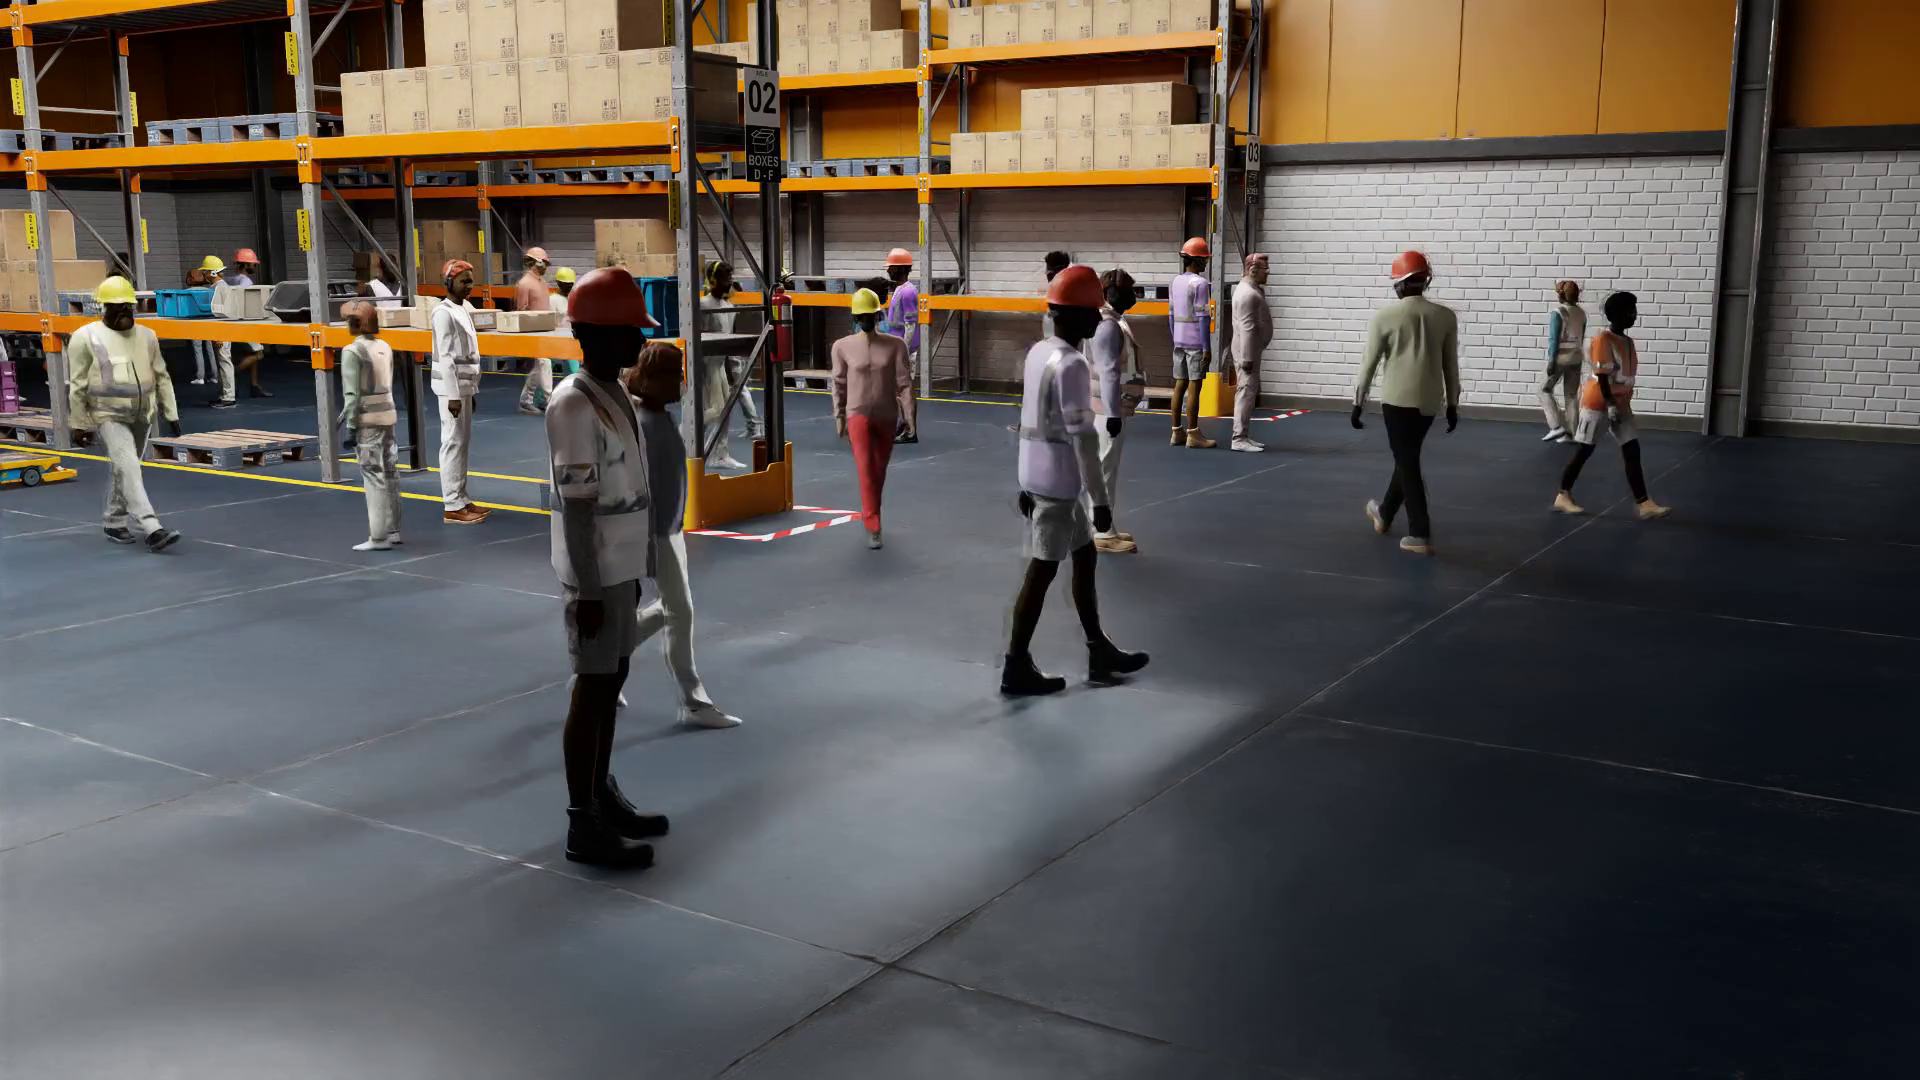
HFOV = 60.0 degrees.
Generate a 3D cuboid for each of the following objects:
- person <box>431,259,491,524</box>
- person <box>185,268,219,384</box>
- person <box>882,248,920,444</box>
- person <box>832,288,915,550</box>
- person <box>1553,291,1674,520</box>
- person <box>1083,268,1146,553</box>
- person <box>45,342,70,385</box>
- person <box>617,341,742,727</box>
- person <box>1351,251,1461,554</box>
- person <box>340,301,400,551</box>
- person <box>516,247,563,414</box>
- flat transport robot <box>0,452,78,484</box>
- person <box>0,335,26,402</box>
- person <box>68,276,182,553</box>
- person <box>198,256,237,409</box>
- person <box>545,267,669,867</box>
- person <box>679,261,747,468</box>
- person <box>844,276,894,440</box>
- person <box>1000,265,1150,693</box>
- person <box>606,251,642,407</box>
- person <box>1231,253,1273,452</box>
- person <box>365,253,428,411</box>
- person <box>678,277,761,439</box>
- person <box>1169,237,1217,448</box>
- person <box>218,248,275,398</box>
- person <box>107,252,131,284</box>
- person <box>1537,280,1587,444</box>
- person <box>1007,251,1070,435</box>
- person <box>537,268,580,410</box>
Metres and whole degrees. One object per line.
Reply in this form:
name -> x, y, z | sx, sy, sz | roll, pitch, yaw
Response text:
person -> -3.603, -1.063, 11.955 | 0.358, 1.885, 0.572 | -1, 10, -4
person -> -10.706, -3.006, 23.441 | 0.282, 1.624, 0.494 | 5, 11, 25
person -> -0.592, -1.930, 16.613 | 0.361, 1.938, 0.545 | -2, 11, -13
person -> -0.592, -0.847, 11.261 | 0.539, 1.715, 0.950 | -2, 10, -11
person -> 4.750, -0.968, 12.066 | 0.539, 1.655, 0.837 | -8, 13, -38
person -> 0.999, -0.850, 10.894 | 0.430, 1.845, 0.624 | 1, 10, 5
person -> -12.744, -3.115, 23.254 | 0.419, 1.917, 0.582 | -7, 12, -32
person -> -1.263, -0.019, 6.916 | 0.667, 1.617, 0.516 | 0, 10, 3
person -> 2.919, -0.928, 11.040 | 0.652, 1.935, 1.028 | -3, 11, -14
person -> -3.869, -0.741, 10.887 | 0.364, 1.628, 0.517 | 2, 10, 8
person -> -4.845, -2.397, 19.207 | 0.770, 1.936, 0.614 | 1, 10, 6
flat transport robot -> -8.061, -0.541, 13.535 | 0.652, 0.197, 1.431 | 6, 12, 29
person -> -12.265, -2.641, 20.884 | 0.975, 1.827, 0.518 | 5, 11, 25
person -> -5.410, -0.819, 10.866 | 0.915, 1.779, 0.621 | 6, 12, 30
person -> -8.949, -2.500, 20.057 | 0.404, 1.833, 0.592 | -5, 12, -27
person -> -1.136, 0.086, 5.442 | 0.373, 1.934, 0.551 | 0, 10, 2
person -> -2.233, -1.533, 14.679 | 0.584, 1.845, 0.563 | 2, 10, 10
person -> -0.857, -1.710, 16.114 | 0.378, 1.672, 0.554 | 3, 11, 17
person -> 0.555, -0.257, 7.434 | 0.872, 1.900, 0.568 | -2, 10, -13
person -> -4.223, -2.523, 20.046 | 1.030, 1.899, 0.647 | 7, 12, 35
person -> 2.800, -1.793, 15.977 | 0.399, 1.899, 0.651 | 2, 10, 10
person -> -6.780, -2.463, 19.769 | 0.988, 1.872, 0.604 | 7, 13, 35
person -> -2.435, -1.871, 16.956 | 0.919, 1.694, 0.487 | 5, 11, 24
person -> 2.272, -1.915, 16.235 | 0.371, 2.044, 0.607 | -5, 11, -25
person -> -9.099, -2.729, 21.100 | 0.602, 1.923, 0.546 | -8, 13, -38
person -> -13.499, -3.703, 26.741 | 0.604, 1.826, 0.644 | -2, 10, -10
person -> 6.006, -1.757, 16.519 | 0.542, 1.622, 0.416 | -7, 12, -32
person -> 1.052, -2.036, 17.268 | 1.025, 1.918, 0.611 | 1, 10, 4
person -> -4.682, -2.352, 19.603 | 0.902, 1.689, 0.538 | 6, 12, 31
